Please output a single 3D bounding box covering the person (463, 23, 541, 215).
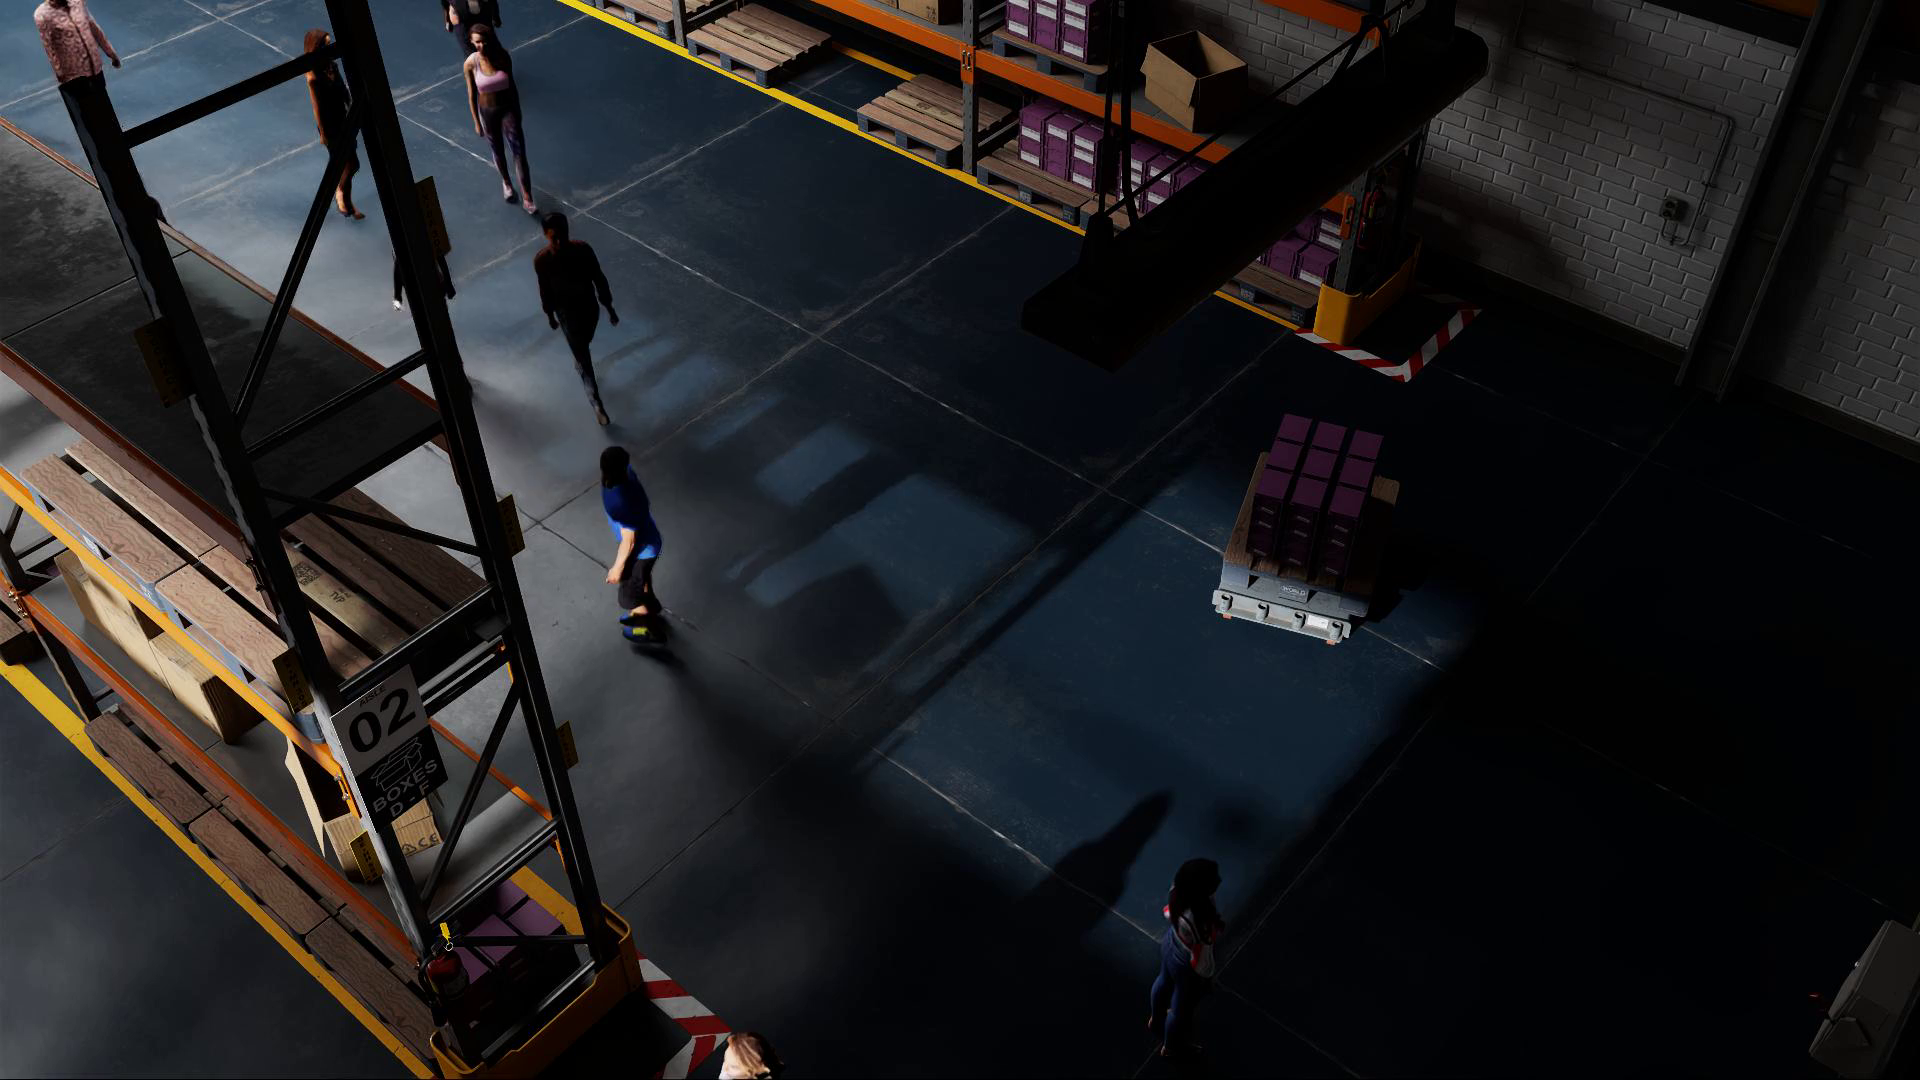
[{"bbox_3d":[-4.185,-3.865,15.027,0.867,1.743,1.038,-15,46,-15],"label":"person"}]

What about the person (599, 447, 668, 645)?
[{"bbox_3d":[-2.071,0.052,10.860,0.881,1.818,0.759,-8,44,-8],"label":"person"}]

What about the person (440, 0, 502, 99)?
[{"bbox_3d":[-4.783,-5.143,16.283,1.107,1.861,1.270,-11,45,-11],"label":"person"}]

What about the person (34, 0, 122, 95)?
[{"bbox_3d":[-8.306,-4.491,15.647,0.927,1.794,0.813,17,46,17],"label":"person"}]

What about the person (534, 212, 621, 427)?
[{"bbox_3d":[-2.987,-1.815,12.882,0.930,1.734,1.230,-20,47,-20],"label":"person"}]

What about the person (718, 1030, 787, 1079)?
[{"bbox_3d":[-0.965,2.850,7.992,0.721,1.723,0.546,-30,51,-28],"label":"person"}]

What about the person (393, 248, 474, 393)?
[{"bbox_3d":[-4.073,-1.874,12.952,0.938,1.722,0.682,21,47,20],"label":"person"}]

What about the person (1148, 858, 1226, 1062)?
[{"bbox_3d":[1.192,2.188,8.768,0.727,1.612,0.628,-10,45,-11],"label":"person"}]

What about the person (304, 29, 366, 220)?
[{"bbox_3d":[-5.617,-3.649,14.742,0.772,1.823,0.725,8,44,8],"label":"person"}]
